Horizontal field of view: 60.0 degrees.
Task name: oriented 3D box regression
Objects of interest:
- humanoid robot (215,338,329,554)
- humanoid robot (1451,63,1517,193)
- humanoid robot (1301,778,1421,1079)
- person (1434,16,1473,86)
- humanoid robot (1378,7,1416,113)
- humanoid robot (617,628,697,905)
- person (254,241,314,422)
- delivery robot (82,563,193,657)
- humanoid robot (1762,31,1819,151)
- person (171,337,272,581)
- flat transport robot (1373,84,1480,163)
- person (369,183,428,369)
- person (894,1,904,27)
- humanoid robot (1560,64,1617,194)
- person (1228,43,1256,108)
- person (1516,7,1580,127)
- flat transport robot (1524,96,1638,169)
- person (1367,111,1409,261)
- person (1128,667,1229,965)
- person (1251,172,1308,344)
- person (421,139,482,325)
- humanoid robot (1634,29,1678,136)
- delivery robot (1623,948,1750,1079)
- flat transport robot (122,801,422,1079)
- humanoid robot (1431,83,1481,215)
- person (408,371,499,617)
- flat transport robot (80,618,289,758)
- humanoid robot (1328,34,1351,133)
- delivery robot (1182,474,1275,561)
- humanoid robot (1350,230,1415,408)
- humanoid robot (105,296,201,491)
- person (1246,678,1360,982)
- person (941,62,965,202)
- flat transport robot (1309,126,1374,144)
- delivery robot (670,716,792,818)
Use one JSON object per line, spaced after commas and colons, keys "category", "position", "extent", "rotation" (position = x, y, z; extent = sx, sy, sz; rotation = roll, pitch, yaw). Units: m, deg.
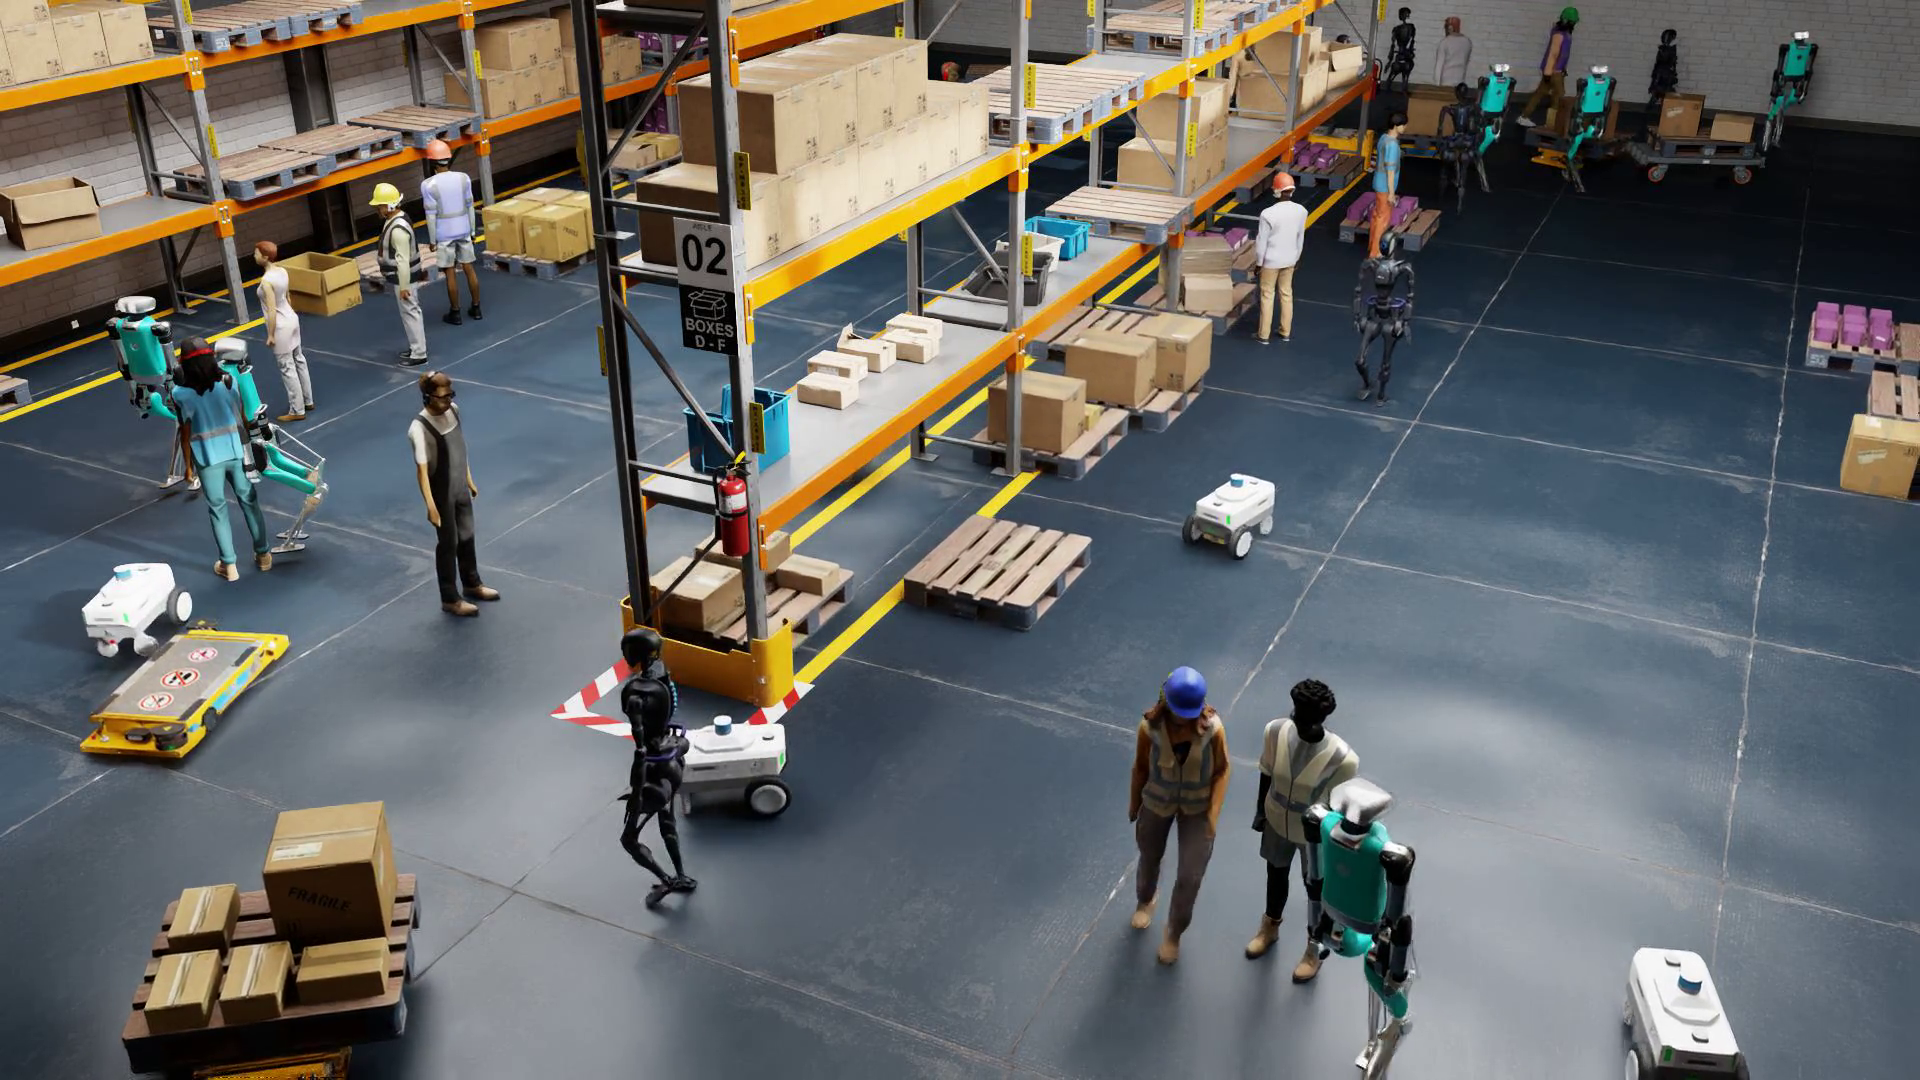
{"category": "humanoid robot", "position": [-5.053, -0.706, 12.396], "extent": [0.735, 1.681, 0.533], "rotation": [-2, 26, -4]}
{"category": "humanoid robot", "position": [6.974, -5.551, 22.337], "extent": [0.568, 1.762, 0.878], "rotation": [-7, 27, -13]}
{"category": "humanoid robot", "position": [1.884, 1.767, 7.542], "extent": [0.917, 1.738, 0.536], "rotation": [-23, 35, -39]}
{"category": "person", "position": [7.258, -6.860, 24.832], "extent": [0.661, 1.860, 0.872], "rotation": [-6, 27, -11]}
{"category": "humanoid robot", "position": [7.117, -7.742, 26.830], "extent": [0.601, 1.645, 0.523], "rotation": [-17, 31, -31]}
{"category": "humanoid robot", "position": [-1.620, 1.192, 8.775], "extent": [0.342, 1.647, 0.610], "rotation": [3, 27, 7]}
{"category": "person", "position": [-6.139, -1.895, 15.031], "extent": [0.281, 1.662, 0.456], "rotation": [1, 26, 2]}
{"category": "delivery robot", "position": [-5.730, 0.452, 11.564], "extent": [0.523, 0.613, 0.785], "rotation": [1, 26, 2]}
{"category": "humanoid robot", "position": [12.131, -6.584, 24.510], "extent": [0.539, 1.867, 0.737], "rotation": [2, 26, 4]}
{"category": "person", "position": [-5.407, -0.591, 12.175], "extent": [0.516, 1.865, 0.392], "rotation": [-19, 32, -34]}
{"category": "flat transport robot", "position": [6.833, -5.732, 24.356], "extent": [1.431, 0.231, 0.659], "rotation": [10, 28, 19]}
{"category": "person", "position": [-5.456, -2.582, 16.249], "extent": [0.403, 1.824, 0.594], "rotation": [-8, 27, -15]}
{"category": "person", "position": [-1.000, -9.507, 30.226], "extent": [0.369, 1.829, 0.503], "rotation": [13, 29, 24]}
{"category": "humanoid robot", "position": [8.368, -5.596, 22.482], "extent": [0.530, 1.757, 1.041], "rotation": [-3, 27, -6]}
{"category": "person", "position": [4.189, -6.547, 24.208], "extent": [0.629, 1.863, 0.399], "rotation": [-8, 28, -16]}
{"category": "person", "position": [9.195, -7.277, 25.680], "extent": [0.983, 1.870, 0.590], "rotation": [12, 29, 22]}
{"category": "flat transport robot", "position": [8.992, -5.601, 24.093], "extent": [1.431, 0.231, 0.659], "rotation": [-19, 32, -33]}
{"category": "person", "position": [5.002, -4.133, 19.449], "extent": [0.341, 1.758, 0.506], "rotation": [1, 26, 2]}
{"category": "person", "position": [1.098, 1.344, 8.413], "extent": [0.479, 1.725, 0.642], "rotation": [3, 27, 7]}
{"category": "person", "position": [3.222, -2.865, 16.905], "extent": [0.555, 1.744, 0.342], "rotation": [-13, 29, -25]}
{"category": "person", "position": [-5.319, -3.213, 17.387], "extent": [0.543, 1.940, 0.349], "rotation": [-22, 34, -37]}
{"category": "humanoid robot", "position": [10.598, -6.870, 25.091], "extent": [0.553, 1.638, 0.600], "rotation": [-4, 27, -8]}
{"category": "delivery robot", "position": [3.393, 2.278, 7.834], "extent": [0.499, 0.577, 0.769], "rotation": [4, 27, 7]}
{"category": "flat transport robot", "position": [-3.275, 2.319, 8.094], "extent": [0.659, 0.231, 1.431], "rotation": [-5, 27, -10]}
{"category": "humanoid robot", "position": [6.400, -5.063, 21.429], "extent": [0.602, 1.637, 0.608], "rotation": [2, 26, 4]}
{"category": "person", "position": [-3.592, -0.331, 11.686], "extent": [0.356, 1.834, 0.515], "rotation": [8, 27, 16]}
{"category": "flat transport robot", "position": [-5.033, 0.953, 10.854], "extent": [0.659, 0.231, 1.431], "rotation": [3, 26, 6]}
{"category": "humanoid robot", "position": [5.568, -6.647, 24.621], "extent": [0.326, 1.638, 0.587], "rotation": [11, 29, 22]}
{"category": "delivery robot", "position": [2.117, -0.206, 12.893], "extent": [0.499, 0.614, 0.818], "rotation": [21, 33, 36]}
{"category": "humanoid robot", "position": [3.888, -2.019, 15.268], "extent": [0.589, 1.652, 0.359], "rotation": [14, 30, 26]}
{"category": "humanoid robot", "position": [-6.377, -1.236, 13.470], "extent": [0.533, 1.677, 0.735], "rotation": [5, 27, 9]}
{"category": "person", "position": [1.699, 1.424, 8.296], "extent": [0.533, 1.692, 0.320], "rotation": [21, 33, 36]}
{"category": "person", "position": [-0.165, -5.302, 21.709], "extent": [0.390, 1.848, 0.565], "rotation": [12, 29, 23]}
{"category": "flat transport robot", "position": [5.428, -6.021, 24.940], "extent": [1.431, 0.231, 0.659], "rotation": [12, 29, 23]}
{"category": "delivery robot", "position": [-1.350, 1.314, 9.814], "extent": [0.777, 0.606, 0.514], "rotation": [-4, 27, -8]}
